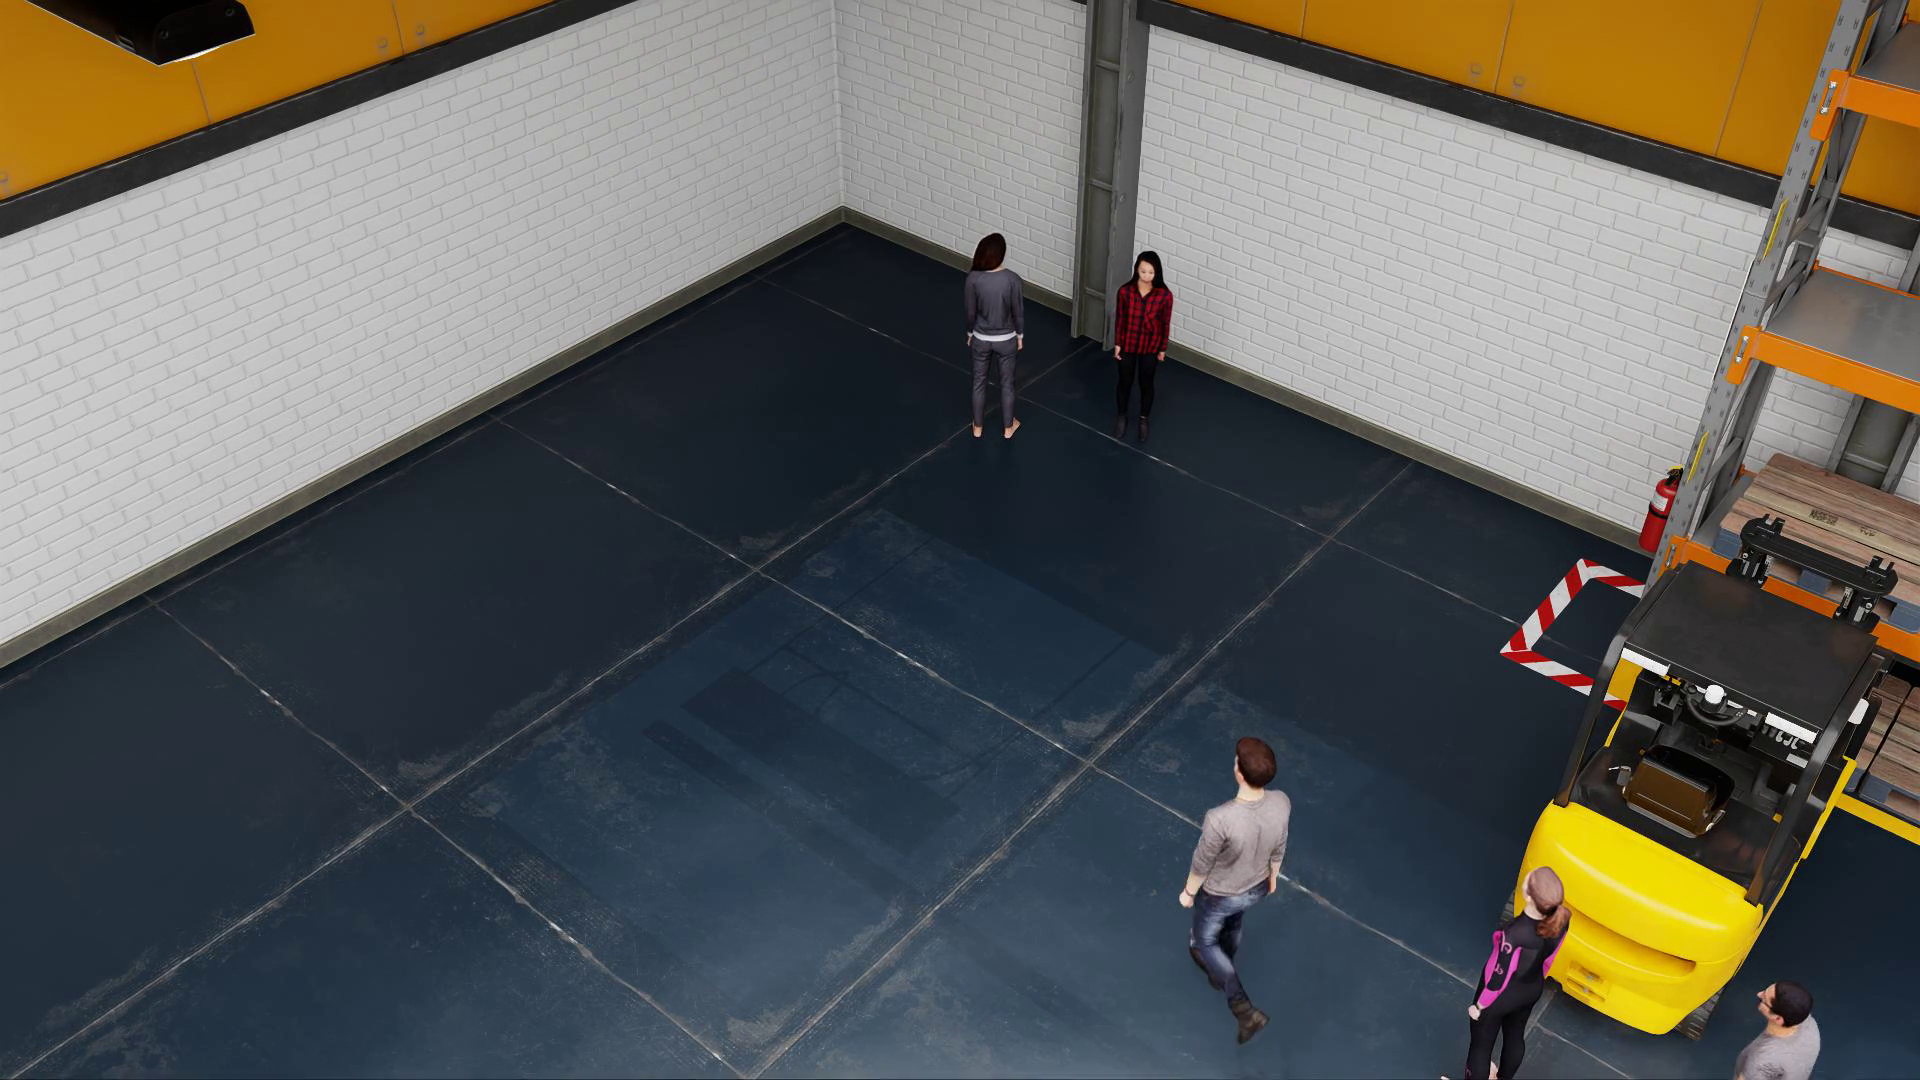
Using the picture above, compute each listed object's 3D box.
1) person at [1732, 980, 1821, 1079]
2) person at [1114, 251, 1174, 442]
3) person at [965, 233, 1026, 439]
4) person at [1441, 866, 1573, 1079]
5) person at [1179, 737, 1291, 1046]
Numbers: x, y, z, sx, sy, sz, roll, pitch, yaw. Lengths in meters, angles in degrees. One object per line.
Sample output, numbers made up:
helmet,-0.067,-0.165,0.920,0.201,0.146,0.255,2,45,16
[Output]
person,3.699,2.691,7.583,1.146,1.710,0.621,31,48,33
person,1.391,-1.523,12.906,0.604,1.652,0.716,7,39,8
person,0.267,-1.571,12.873,0.649,1.768,0.752,4,39,5
person,2.695,2.210,8.151,0.644,1.752,0.678,-17,42,-20
person,1.441,1.825,8.523,0.923,1.889,1.122,-18,42,-22
